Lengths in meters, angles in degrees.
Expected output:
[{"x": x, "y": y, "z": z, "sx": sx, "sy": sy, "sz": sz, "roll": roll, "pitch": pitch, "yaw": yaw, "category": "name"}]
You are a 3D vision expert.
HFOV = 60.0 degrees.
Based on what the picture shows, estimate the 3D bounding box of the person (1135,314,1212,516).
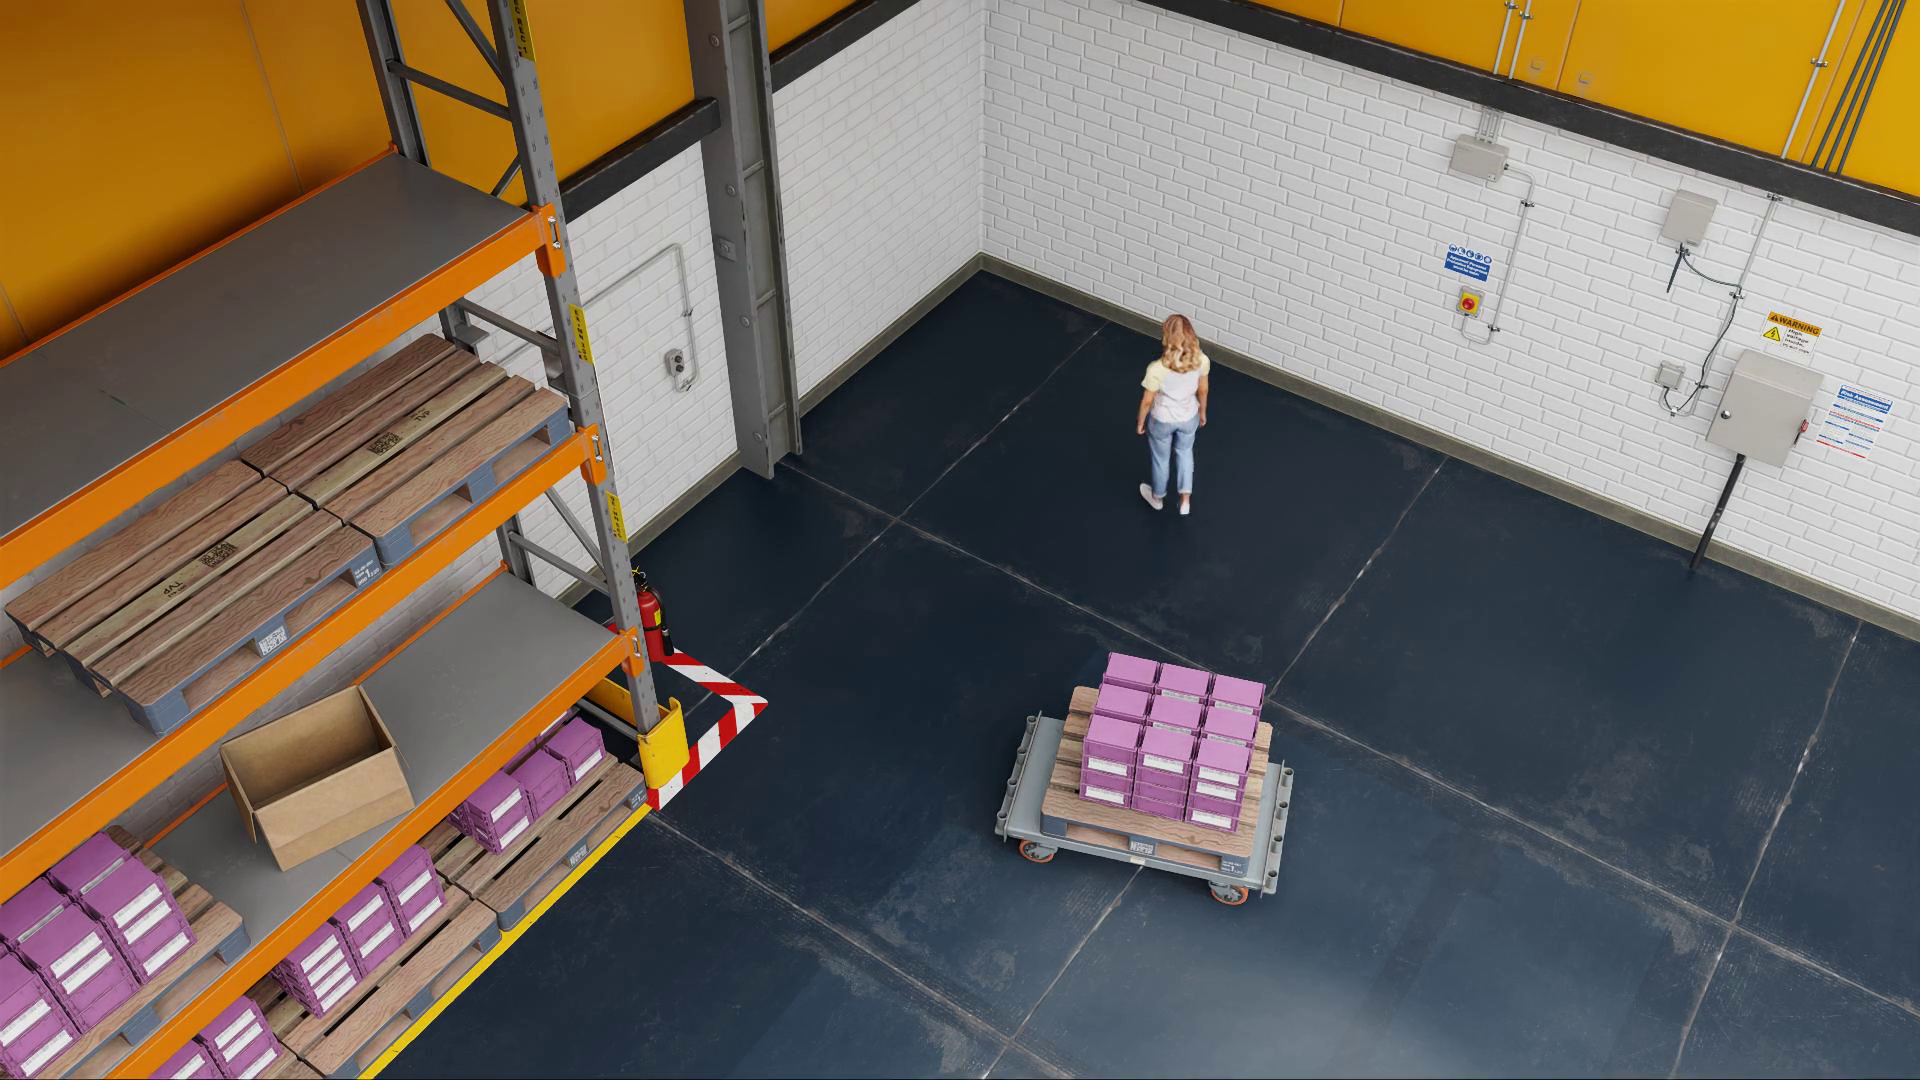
[{"x": 1.502, "y": -0.808, "z": 11.517, "sx": 0.856, "sy": 1.718, "sz": 0.918, "roll": -13, "pitch": 45, "yaw": -13, "category": "person"}]
